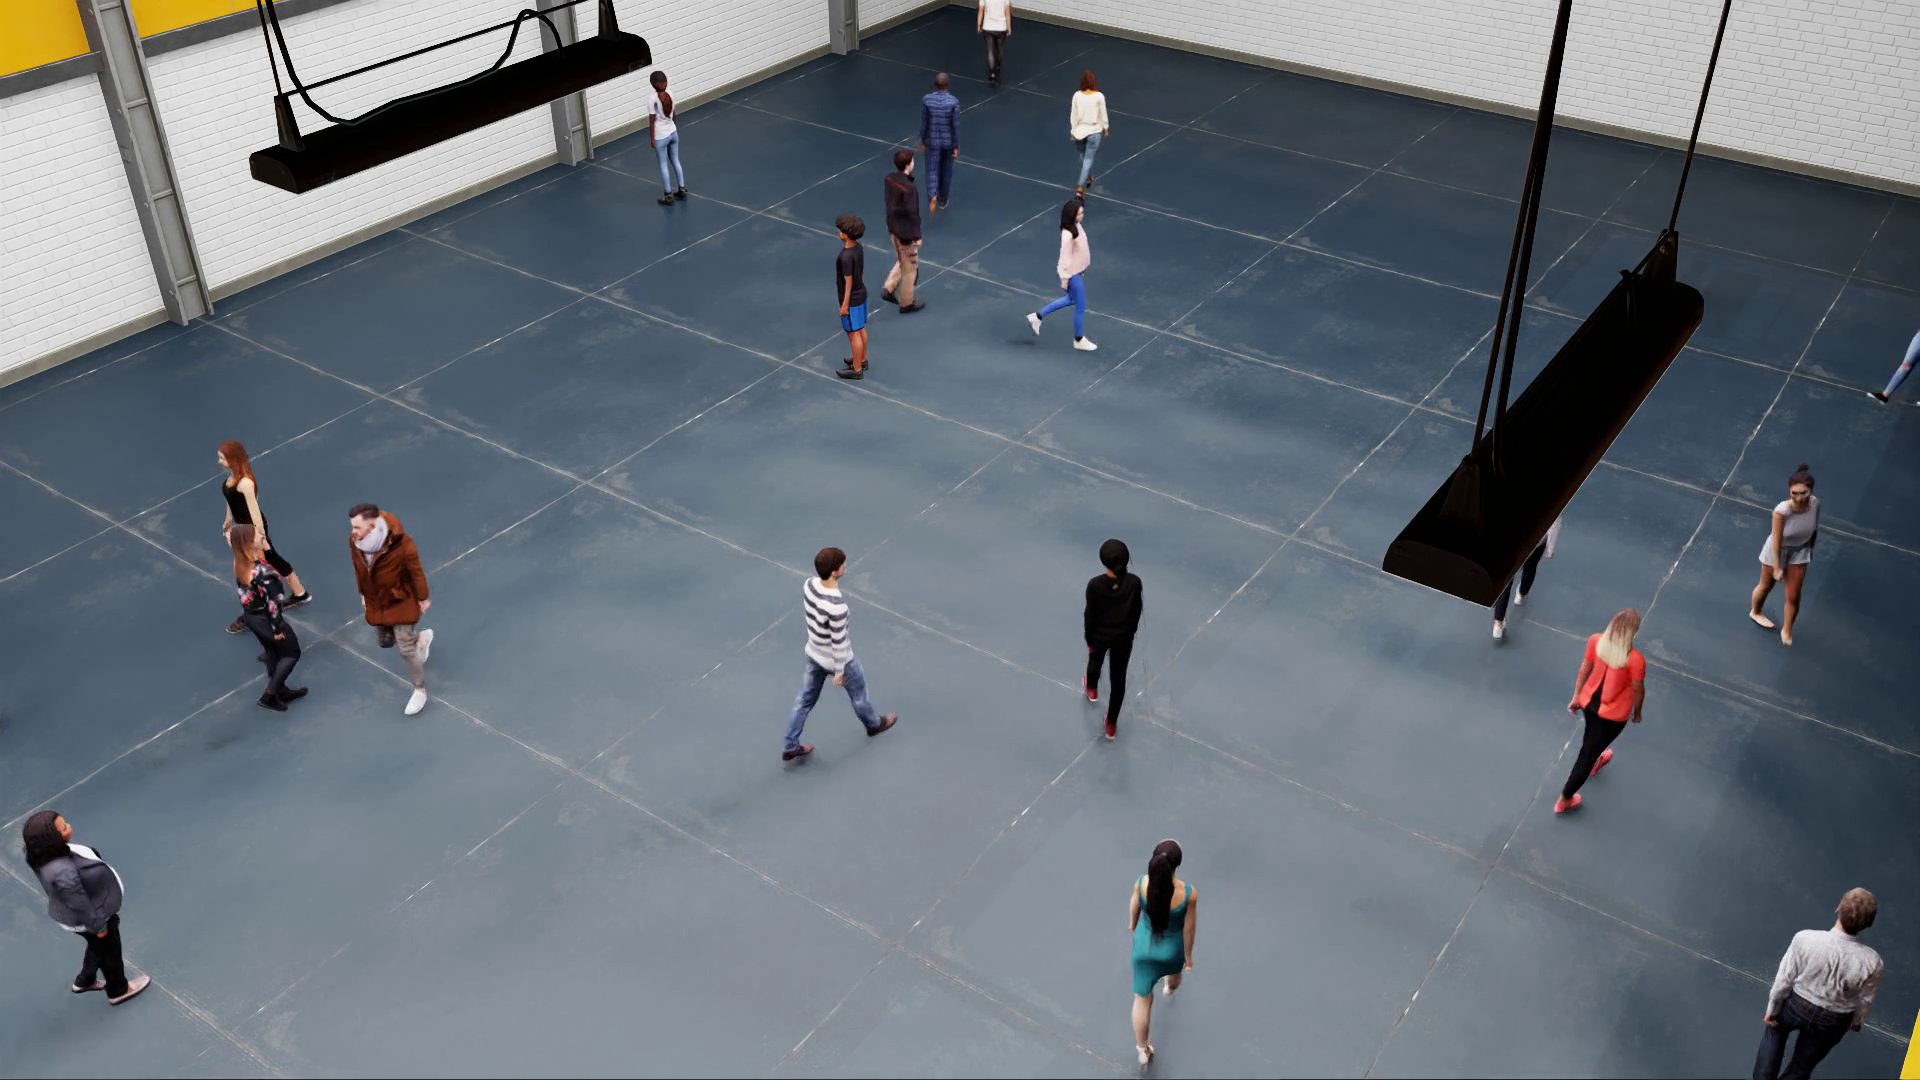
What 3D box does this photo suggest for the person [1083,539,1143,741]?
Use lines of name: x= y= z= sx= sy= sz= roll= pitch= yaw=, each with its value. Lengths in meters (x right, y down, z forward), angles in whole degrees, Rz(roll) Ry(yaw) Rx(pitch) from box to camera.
person: x=1.155 y=0.772 z=12.466 sx=0.925 sy=1.645 sz=1.039 roll=0 pitch=34 yaw=-1

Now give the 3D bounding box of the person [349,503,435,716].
person: x=-4.348 y=0.427 z=12.832 sx=0.902 sy=1.813 sz=1.106 roll=7 pitch=34 yaw=10

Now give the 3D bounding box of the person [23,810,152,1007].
person: x=-5.454 y=2.299 z=10.223 sx=0.702 sy=1.585 sz=0.729 roll=26 pitch=41 yaw=33

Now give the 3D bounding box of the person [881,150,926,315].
person: x=-0.696 y=-3.400 z=18.500 sx=0.883 sy=1.913 sz=0.839 roll=-21 pitch=39 yaw=-28

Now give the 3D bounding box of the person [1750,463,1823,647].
person: x=6.733 y=0.069 z=13.559 sx=0.851 sy=1.605 sz=0.913 roll=-8 pitch=34 yaw=-12

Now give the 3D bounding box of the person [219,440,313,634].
person: x=-5.758 y=-0.095 z=13.719 sx=1.041 sy=1.702 sz=0.837 roll=-20 pitch=38 yaw=-27

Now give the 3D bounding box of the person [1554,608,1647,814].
person: x=4.475 y=1.242 z=11.748 sx=1.092 sy=1.656 sz=0.821 roll=-20 pitch=39 yaw=-27

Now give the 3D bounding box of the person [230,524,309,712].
person: x=-5.357 y=0.632 z=12.651 sx=0.605 sy=1.672 sz=0.680 roll=26 pitch=42 yaw=34

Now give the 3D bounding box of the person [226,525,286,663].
person: x=-5.577 y=0.410 z=13.344 sx=0.655 sy=1.275 sz=0.595 roll=-5 pitch=34 yaw=-7

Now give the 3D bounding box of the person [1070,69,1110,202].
person: x=1.625 y=-5.172 z=21.415 sx=0.732 sy=1.637 sz=1.115 roll=15 pitch=36 yaw=21

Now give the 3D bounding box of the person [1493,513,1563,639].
person: x=4.578 y=0.044 z=13.550 sx=0.748 sy=1.656 sz=1.129 roll=15 pitch=37 yaw=22

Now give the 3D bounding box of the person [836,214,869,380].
person: x=-1.115 y=-2.538 z=17.307 sx=0.751 sy=1.797 sz=0.616 roll=8 pitch=34 yaw=12

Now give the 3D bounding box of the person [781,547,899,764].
person: x=-1.040 y=0.879 z=12.163 sx=1.261 sy=1.802 sz=0.852 roll=-25 pitch=41 yaw=-32

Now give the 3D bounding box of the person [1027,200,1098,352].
person: x=1.111 y=-2.841 z=17.817 sx=0.938 sy=1.738 sz=1.062 roll=7 pitch=34 yaw=11

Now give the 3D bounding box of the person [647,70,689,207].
person: x=-3.774 y=-5.168 z=21.336 sx=0.636 sy=1.718 sz=0.462 roll=23 pitch=40 yaw=31

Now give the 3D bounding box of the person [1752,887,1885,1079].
person: x=4.817 y=2.710 z=9.402 sx=0.638 sy=1.807 sz=0.644 roll=20 pitch=39 yaw=28

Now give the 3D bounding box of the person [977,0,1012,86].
person: x=0.520 y=-7.789 z=25.309 sx=1.026 sy=1.685 sz=1.108 roll=-3 pitch=34 yaw=-5

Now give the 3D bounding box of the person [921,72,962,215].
person: x=-0.272 y=-4.963 z=20.945 sx=0.932 sy=1.809 sz=1.060 roll=3 pitch=34 yaw=5

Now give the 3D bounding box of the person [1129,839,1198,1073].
person: x=1.160 y=2.493 z=9.873 sx=0.785 sy=1.649 sz=1.067 roll=10 pitch=35 yaw=15
